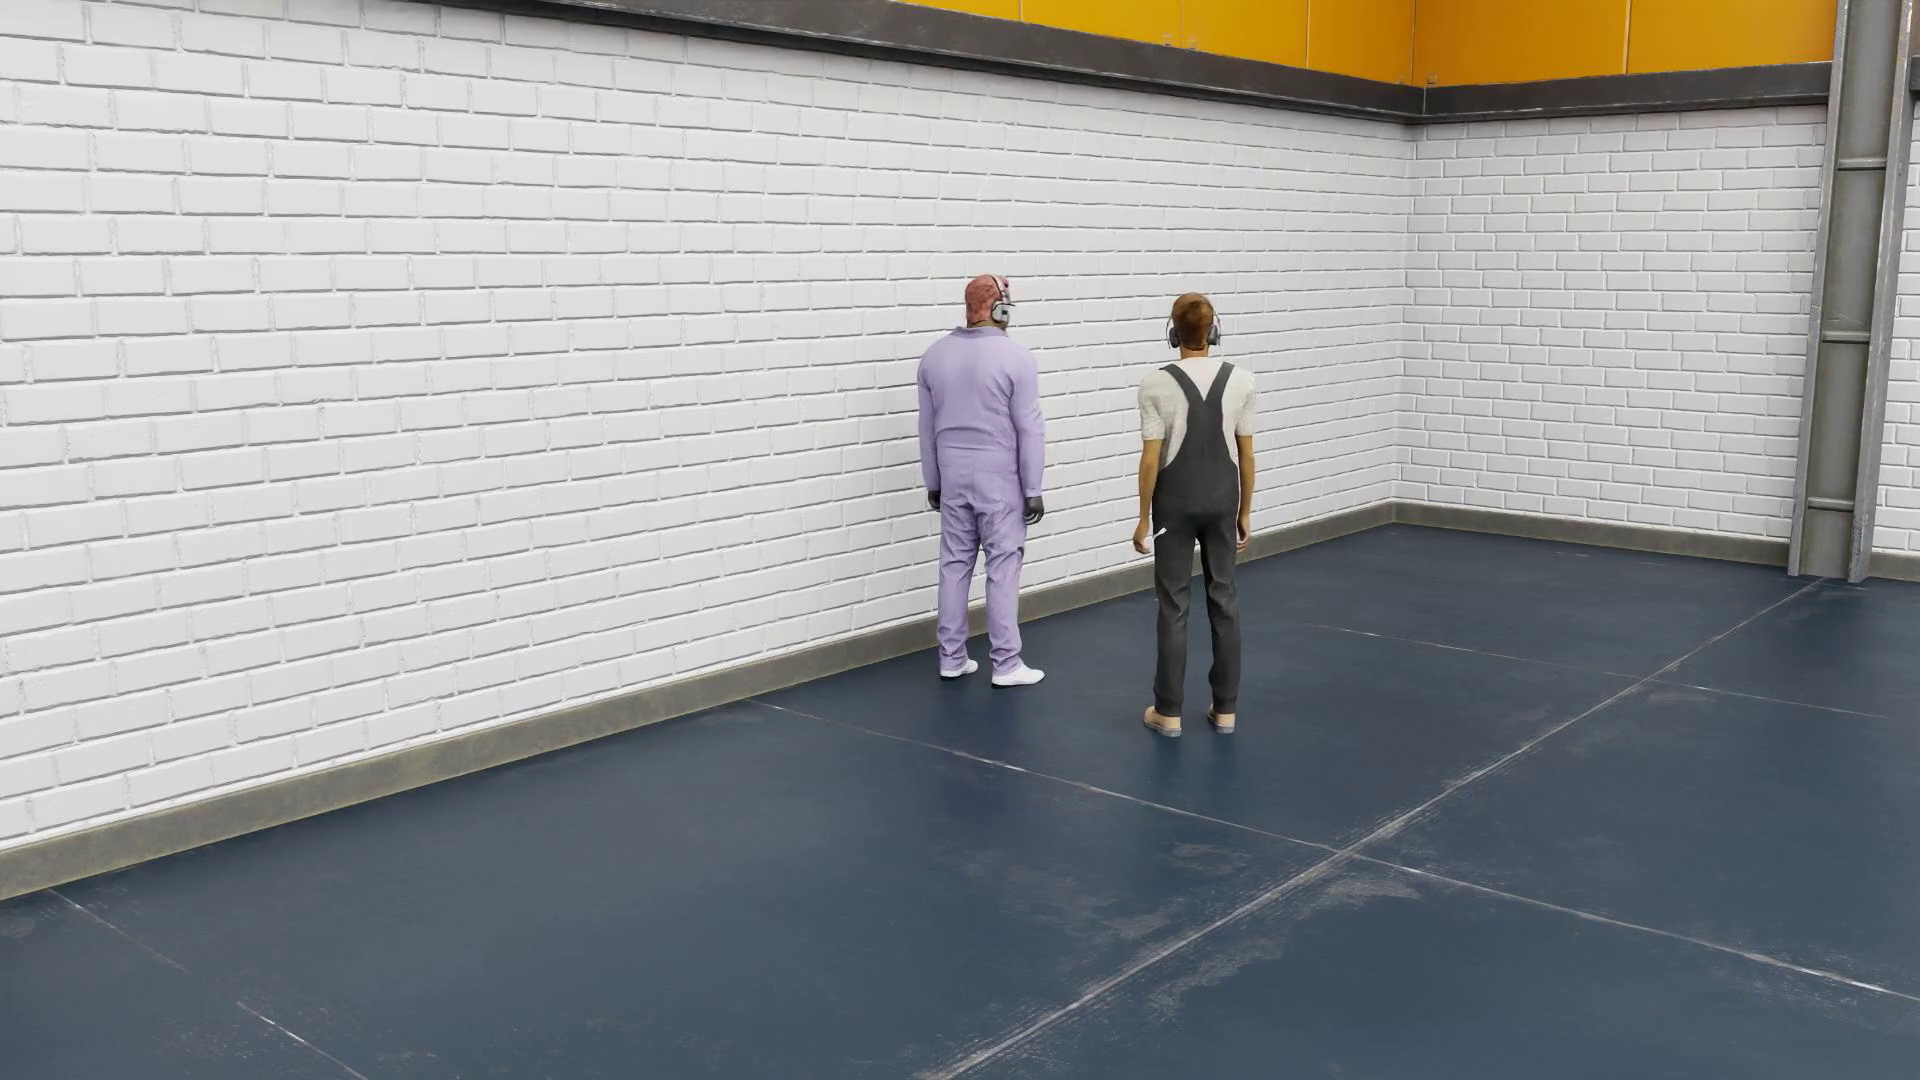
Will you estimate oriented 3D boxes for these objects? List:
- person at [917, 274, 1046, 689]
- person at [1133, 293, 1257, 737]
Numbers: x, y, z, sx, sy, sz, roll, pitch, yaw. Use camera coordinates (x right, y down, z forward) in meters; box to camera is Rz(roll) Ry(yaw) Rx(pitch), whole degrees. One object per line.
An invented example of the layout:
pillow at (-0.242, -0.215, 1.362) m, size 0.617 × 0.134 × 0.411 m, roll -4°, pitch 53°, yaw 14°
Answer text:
person at (0.124, -0.270, 7.706) m, size 0.652 × 1.904 × 0.402 m, roll 7°, pitch 12°, yaw 34°
person at (0.970, -0.096, 6.904) m, size 0.507 × 1.840 × 0.343 m, roll -1°, pitch 10°, yaw -8°
